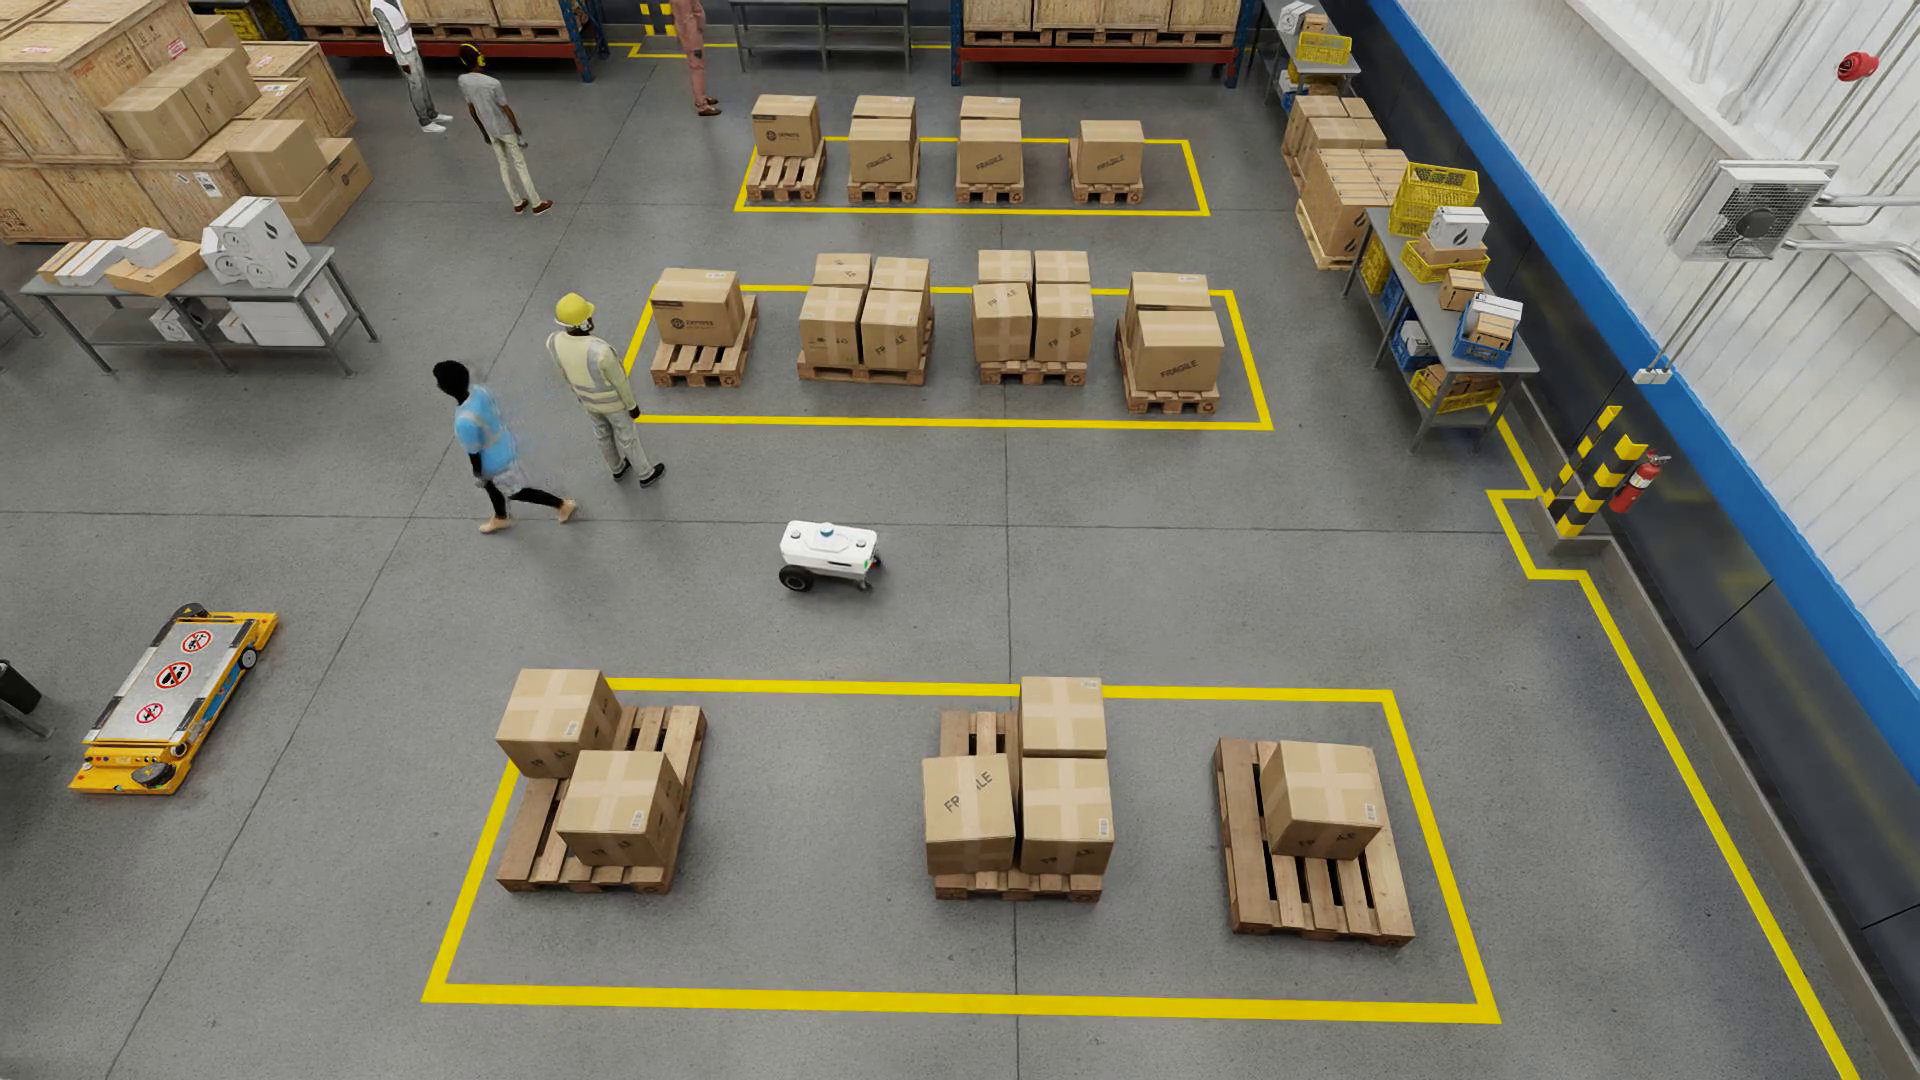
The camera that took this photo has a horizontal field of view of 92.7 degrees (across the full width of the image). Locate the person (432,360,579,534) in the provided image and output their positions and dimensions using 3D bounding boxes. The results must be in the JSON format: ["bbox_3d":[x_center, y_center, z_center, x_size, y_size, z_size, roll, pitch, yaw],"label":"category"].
[{"bbox_3d":[-3.543,-0.669,7.009,0.796,1.664,0.536,-15,51,-12],"label":"person"}]

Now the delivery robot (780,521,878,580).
[{"bbox_3d":[-0.997,0.060,7.050,0.707,0.478,0.477,8,50,6],"label":"delivery robot"}]

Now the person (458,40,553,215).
[{"bbox_3d":[-5.065,-4.517,10.128,0.521,1.876,0.325,7,50,6],"label":"person"}]

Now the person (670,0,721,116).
[{"bbox_3d":[-3.426,-6.481,11.779,0.402,1.900,0.636,-18,52,-14],"label":"person"}]

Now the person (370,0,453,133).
[{"bbox_3d":[-6.943,-6.110,11.454,0.385,1.912,0.586,-4,50,-3],"label":"person"}]

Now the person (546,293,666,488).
[{"bbox_3d":[-2.830,-1.161,7.314,0.586,1.835,0.404,16,52,13],"label":"person"}]

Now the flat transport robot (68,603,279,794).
[{"bbox_3d":[-5.504,1.072,6.442,0.652,0.197,1.431,1,50,1],"label":"flat transport robot"}]
